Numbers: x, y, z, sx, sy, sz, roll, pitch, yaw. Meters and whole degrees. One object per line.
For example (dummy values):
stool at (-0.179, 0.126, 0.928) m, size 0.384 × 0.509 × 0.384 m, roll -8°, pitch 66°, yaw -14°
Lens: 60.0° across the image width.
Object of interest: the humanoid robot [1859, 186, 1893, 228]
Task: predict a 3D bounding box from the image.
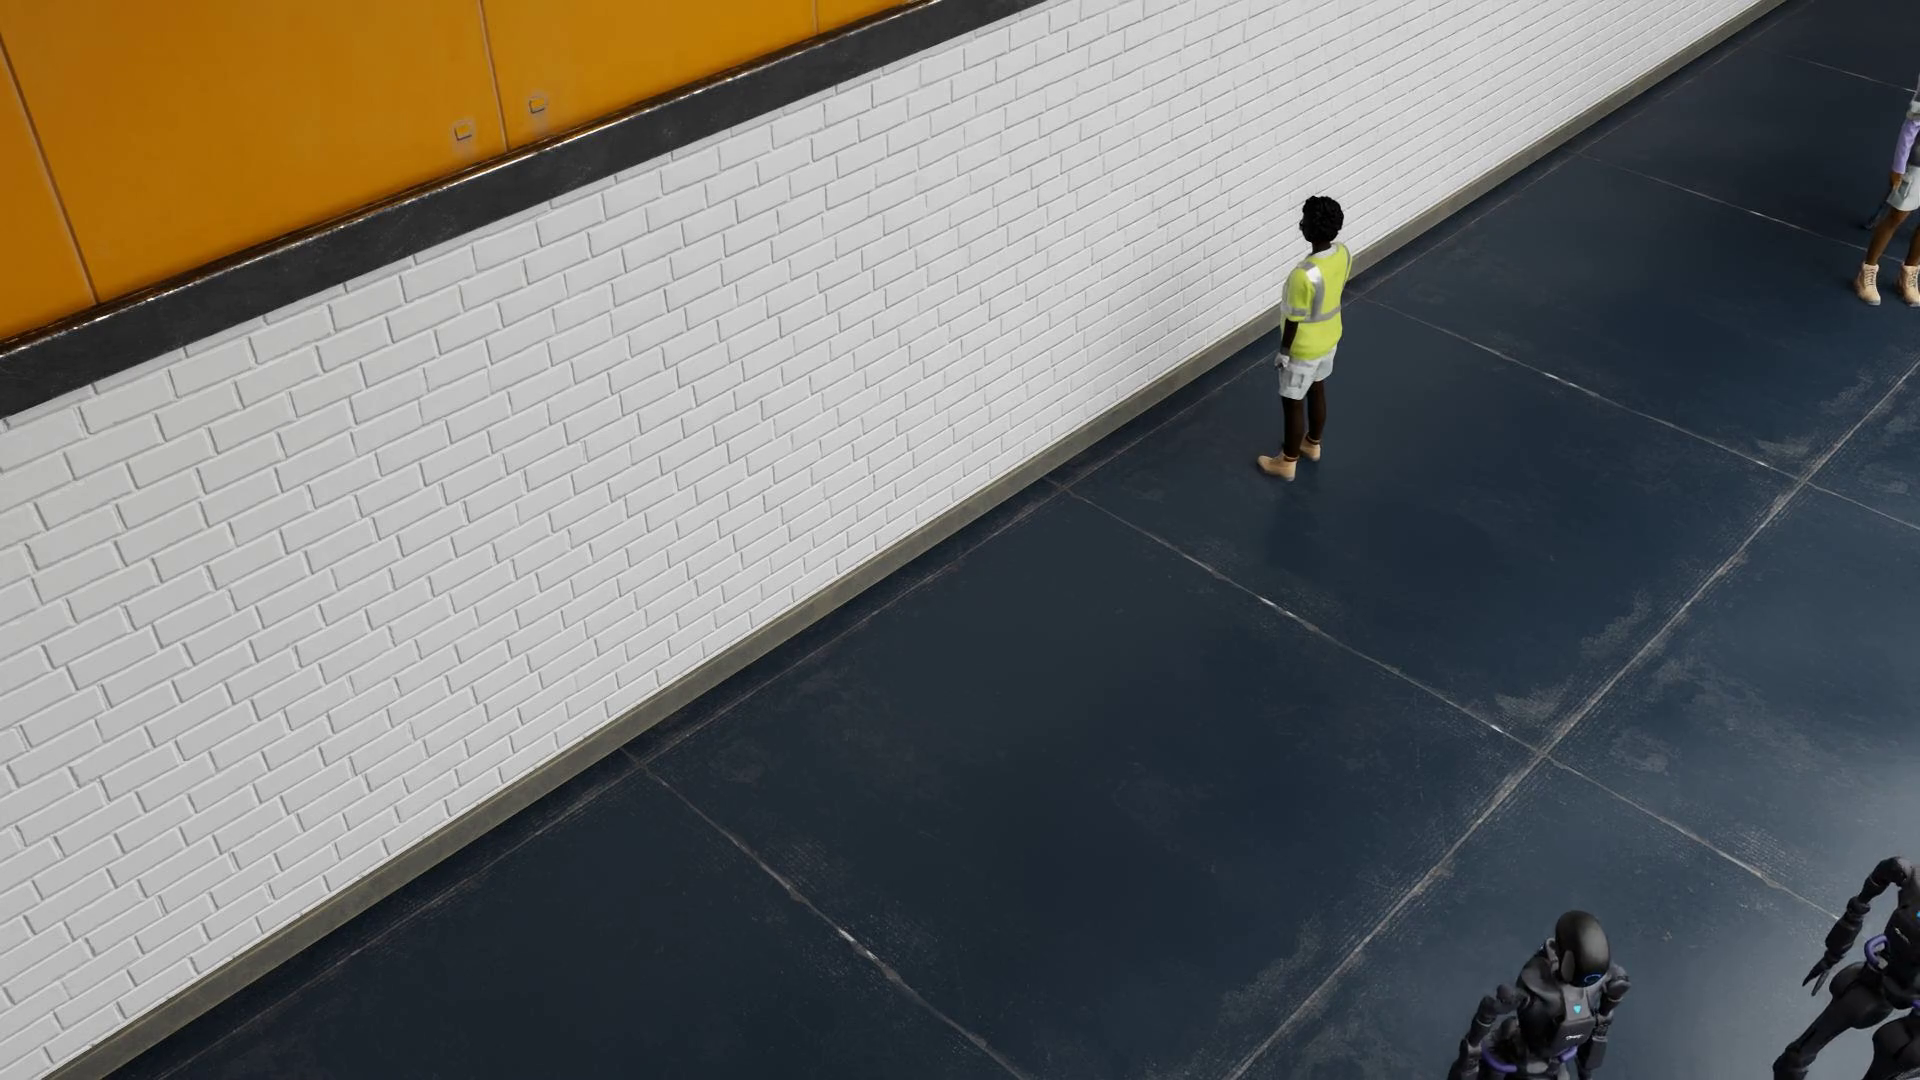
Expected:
humanoid robot at (6.722, -2.792, 11.301) m, size 0.682 × 1.630 × 0.608 m, roll 14°, pitch 41°, yaw 16°

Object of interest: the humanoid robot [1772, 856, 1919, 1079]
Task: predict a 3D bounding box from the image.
humanoid robot at (3.191, 1.633, 5.753) m, size 0.482 × 1.650 × 0.611 m, roll -14°, pitch 41°, yaw -16°

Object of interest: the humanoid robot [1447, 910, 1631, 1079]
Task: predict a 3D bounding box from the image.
humanoid robot at (1.877, 1.814, 5.560) m, size 0.610 × 1.622 × 0.779 m, roll -9°, pitch 40°, yaw -11°

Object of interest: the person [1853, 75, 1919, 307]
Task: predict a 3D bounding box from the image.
person at (6.213, -2.408, 10.525) m, size 0.598 × 2.035 × 0.399 m, roll -1°, pitch 39°, yaw -1°

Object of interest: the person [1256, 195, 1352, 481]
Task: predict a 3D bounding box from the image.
person at (1.917, -1.105, 9.163) m, size 0.322 × 1.688 × 0.528 m, roll 26°, pitch 45°, yaw 29°
